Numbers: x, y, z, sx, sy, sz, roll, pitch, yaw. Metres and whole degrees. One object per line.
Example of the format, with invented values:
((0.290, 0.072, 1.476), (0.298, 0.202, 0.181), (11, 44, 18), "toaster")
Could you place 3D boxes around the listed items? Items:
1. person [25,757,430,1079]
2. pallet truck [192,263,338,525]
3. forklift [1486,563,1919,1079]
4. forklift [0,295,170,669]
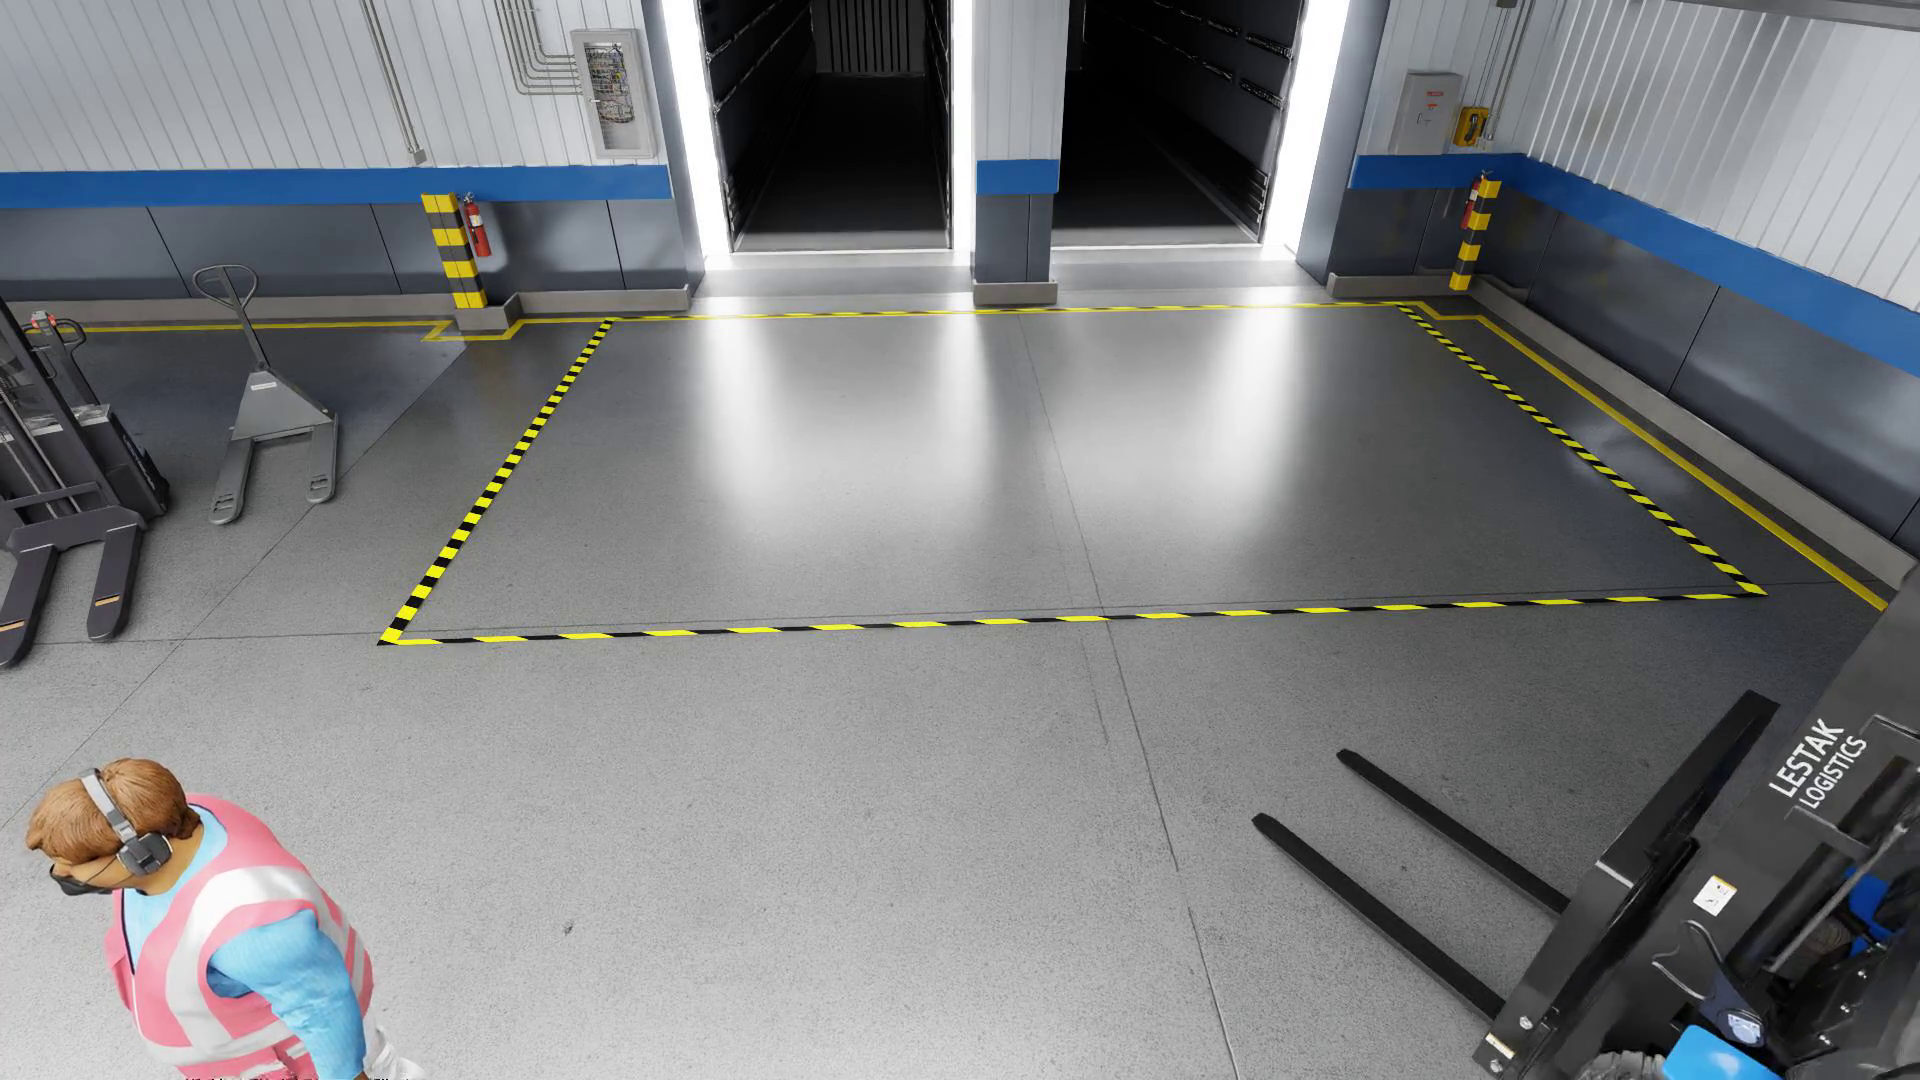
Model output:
((-1.739, 1.228, 2.360), (0.625, 1.842, 0.430), (22, 40, 28), "person")
((-4.778, -1.027, 6.128), (0.680, 1.201, 1.601), (-17, 38, -23), "pallet truck")
((2.907, 1.302, 1.808), (1.157, 2.036, 2.680), (-23, 41, -30), "forklift")
((-5.212, -0.618, 4.878), (0.823, 1.965, 1.885), (-20, 39, -26), "forklift")
